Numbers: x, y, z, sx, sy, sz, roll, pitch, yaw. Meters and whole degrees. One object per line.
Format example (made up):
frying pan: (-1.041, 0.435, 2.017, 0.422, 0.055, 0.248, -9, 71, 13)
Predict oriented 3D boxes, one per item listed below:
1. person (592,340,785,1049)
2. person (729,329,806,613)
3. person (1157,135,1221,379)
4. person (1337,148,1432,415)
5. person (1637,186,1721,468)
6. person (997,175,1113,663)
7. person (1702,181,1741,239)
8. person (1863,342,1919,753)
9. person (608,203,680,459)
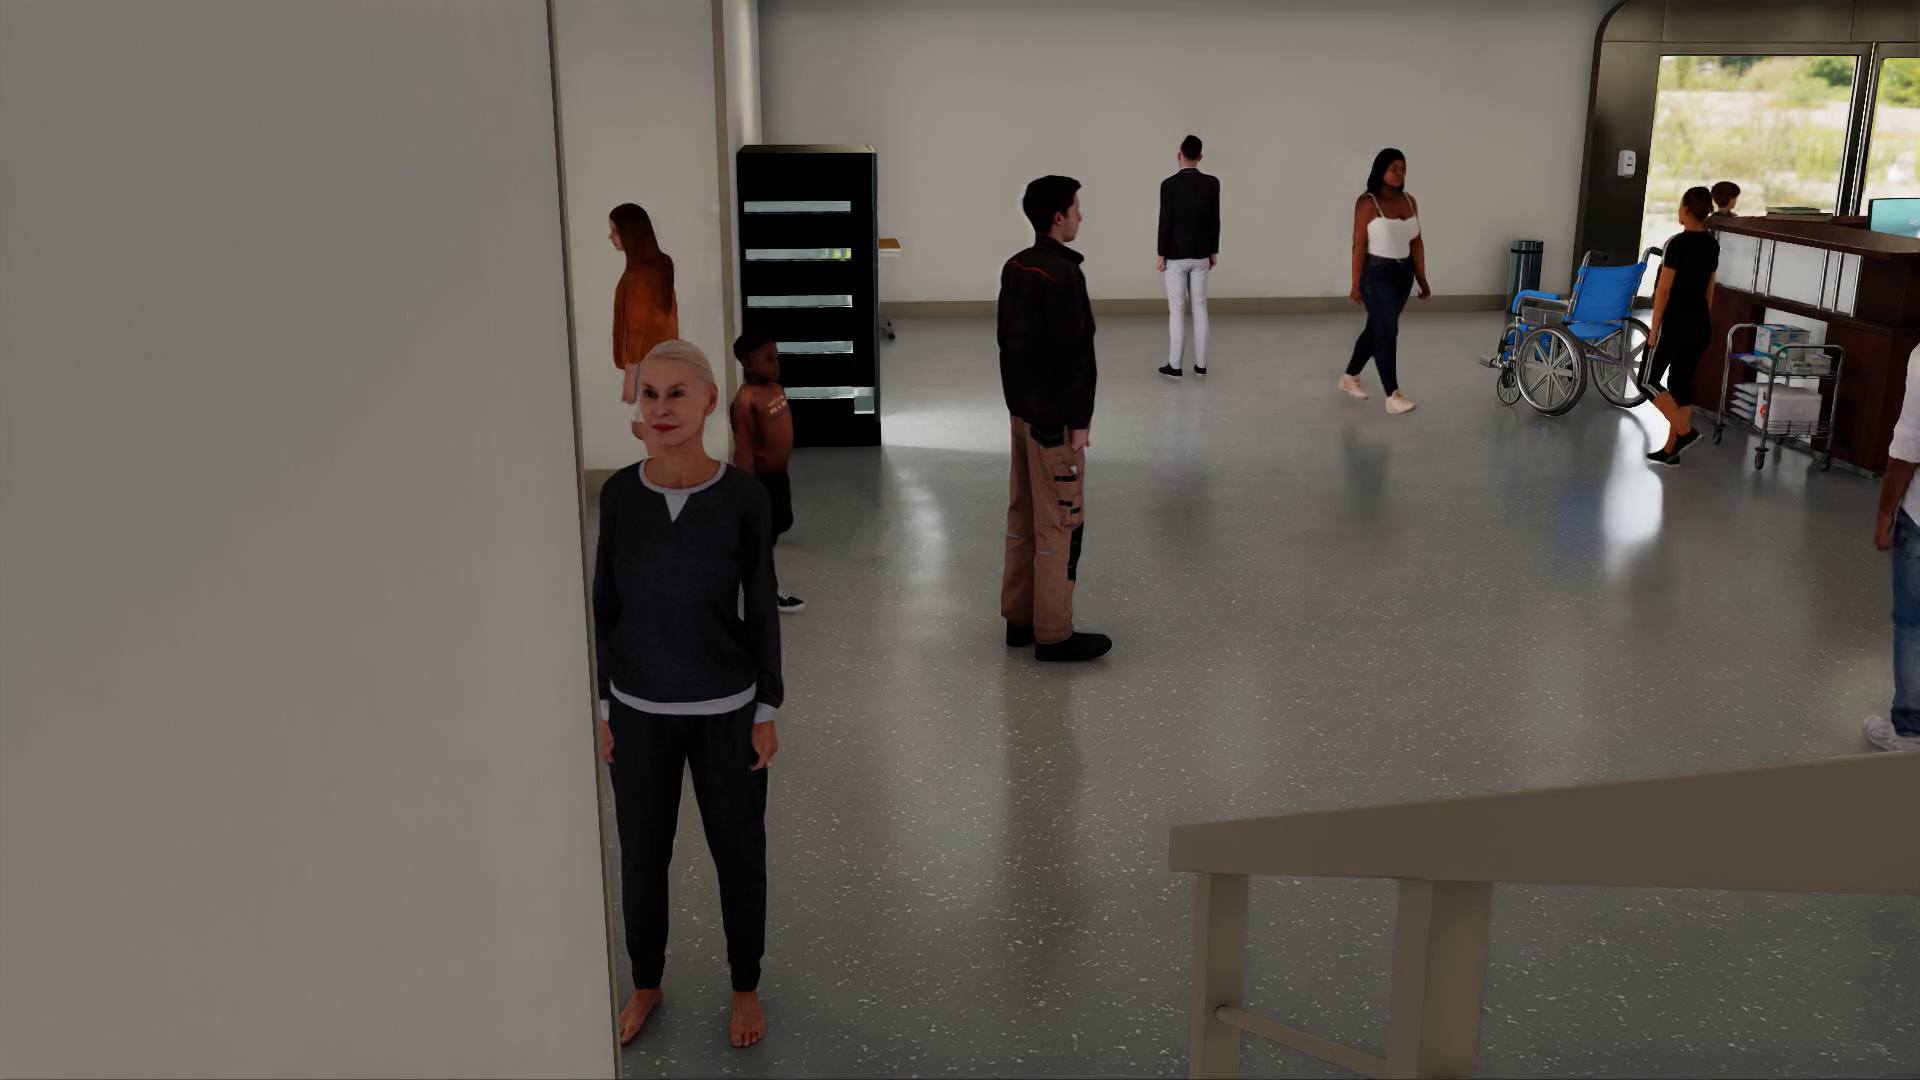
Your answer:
person: (-0.657, 0.372, 3.994, 0.631, 1.725, 0.558, 1, 16, 3)
person: (-0.914, -0.303, 7.275, 0.767, 1.245, 0.749, 7, 17, 23)
person: (1.762, -2.192, 12.870, 0.676, 1.844, 0.586, -3, 16, -12)
person: (2.888, -1.784, 11.557, 0.942, 1.771, 1.243, -8, 17, -25)
person: (4.296, -1.226, 9.781, 0.705, 1.660, 0.785, -6, 17, -22)
person: (0.351, -0.483, 6.659, 0.843, 1.925, 0.674, -8, 17, -25)
person: (6.280, -2.254, 13.853, 0.704, 1.429, 0.818, -6, 17, -19)
person: (3.358, -0.095, 5.515, 0.669, 1.800, 0.724, 0, 16, 0)
person: (-1.449, -0.827, 8.325, 0.801, 1.683, 0.709, 4, 16, 15)
